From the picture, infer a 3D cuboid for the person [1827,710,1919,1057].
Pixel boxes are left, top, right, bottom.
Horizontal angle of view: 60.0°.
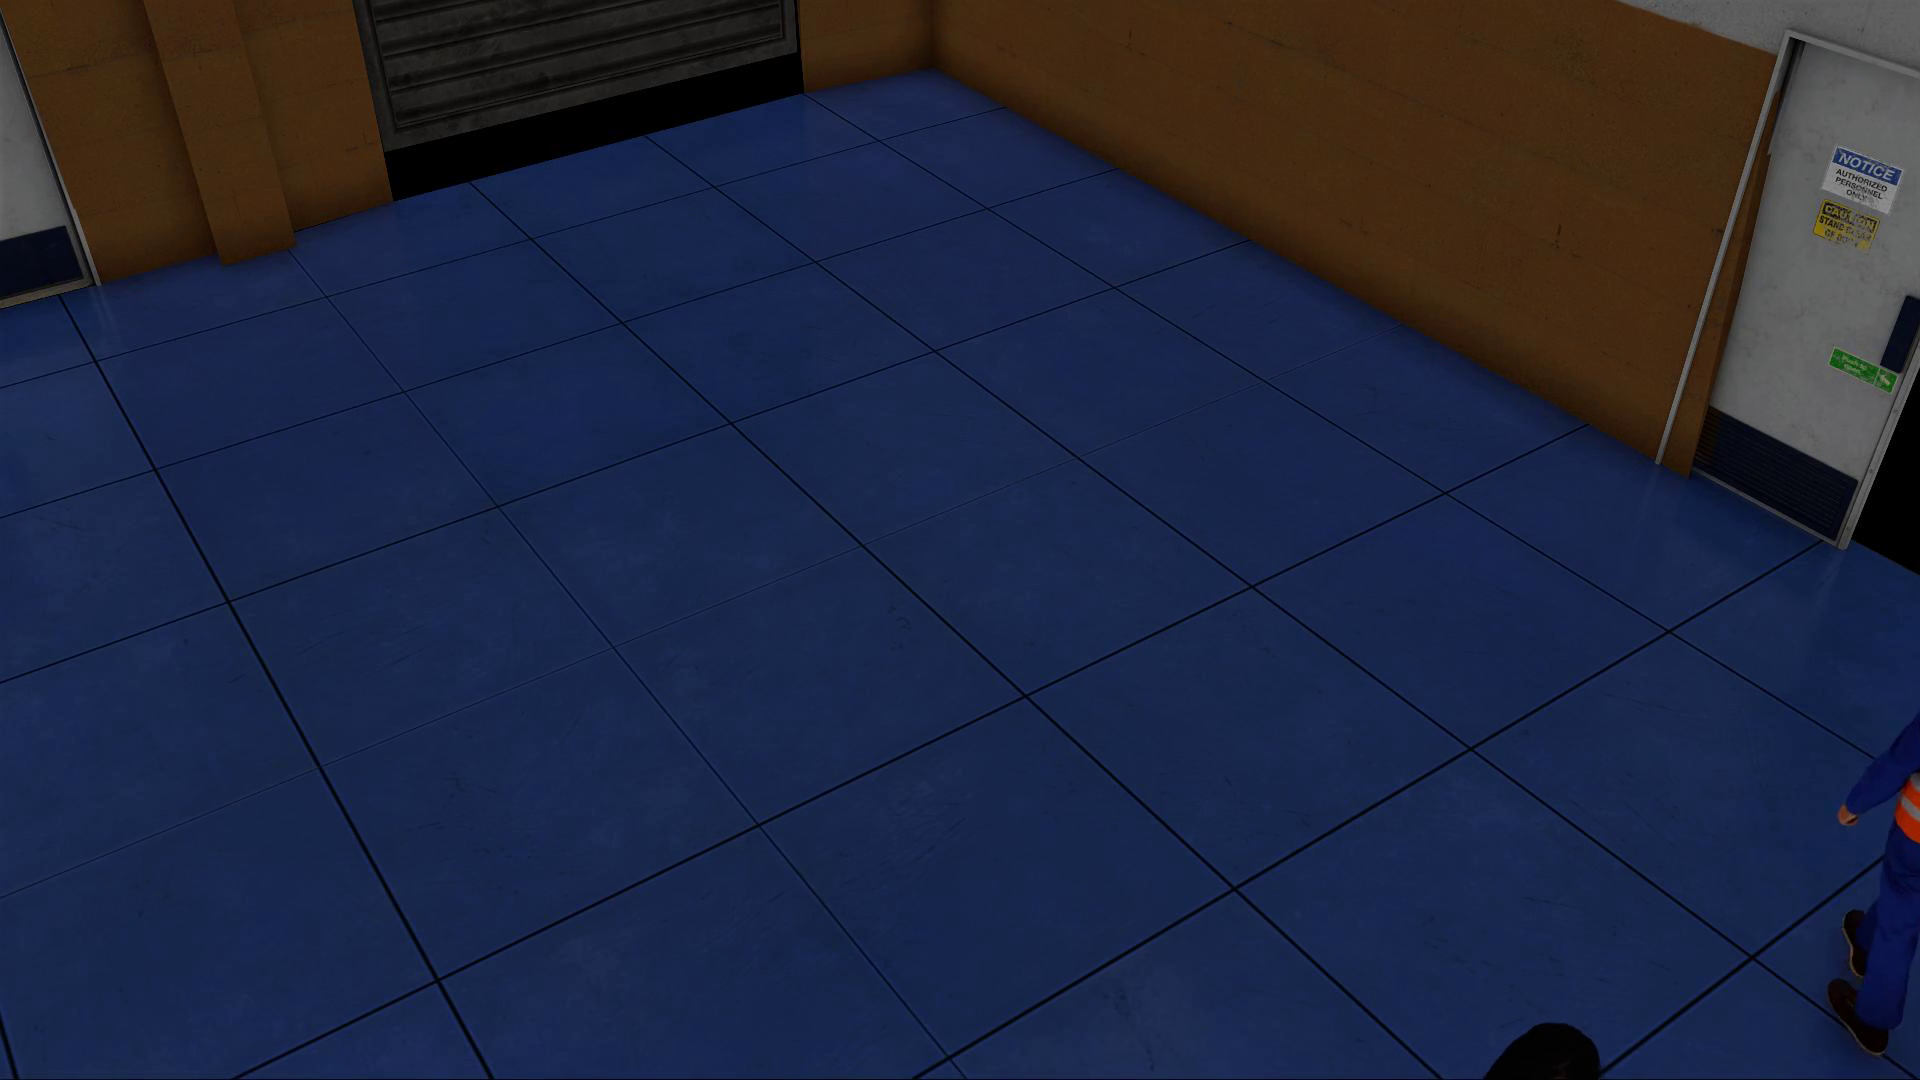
[{"bbox_3d":[3.185,0.979,5.302,0.945,1.850,1.000,0,37,-1],"label":"person"}]
